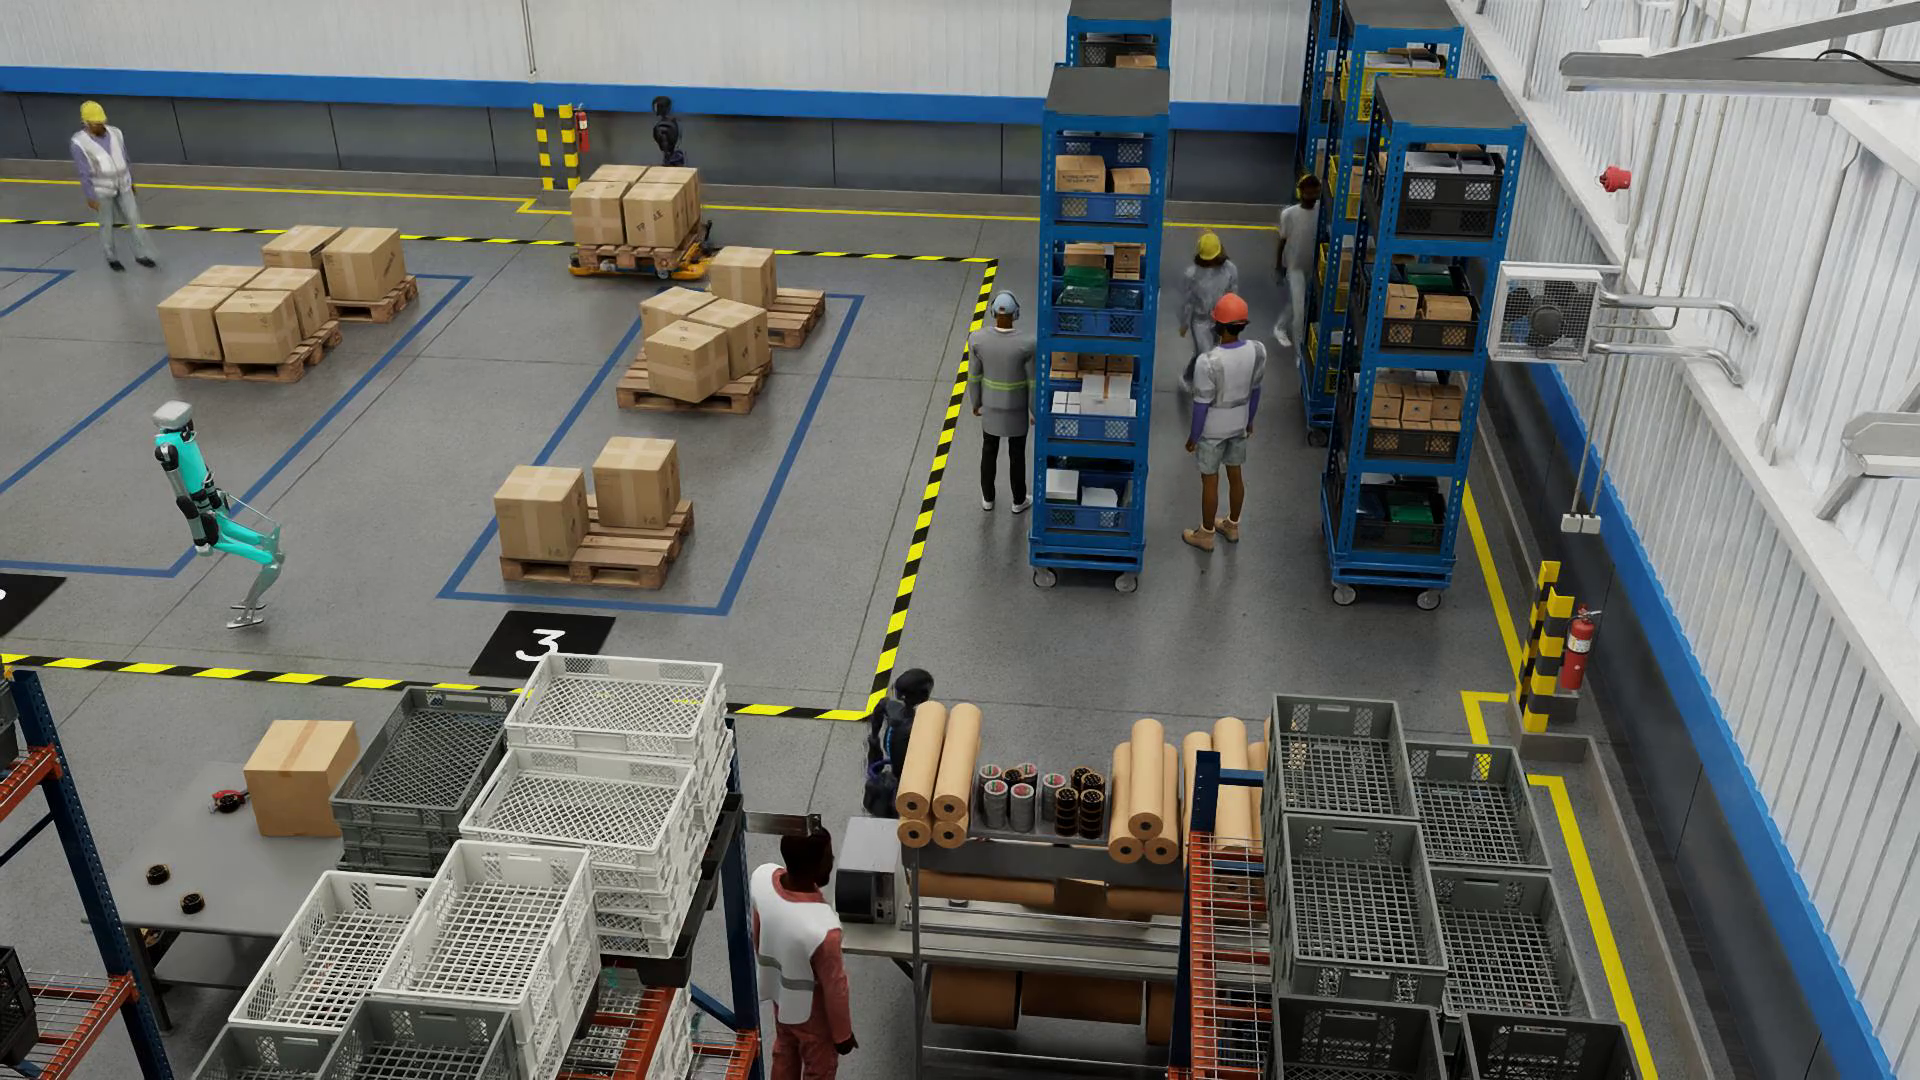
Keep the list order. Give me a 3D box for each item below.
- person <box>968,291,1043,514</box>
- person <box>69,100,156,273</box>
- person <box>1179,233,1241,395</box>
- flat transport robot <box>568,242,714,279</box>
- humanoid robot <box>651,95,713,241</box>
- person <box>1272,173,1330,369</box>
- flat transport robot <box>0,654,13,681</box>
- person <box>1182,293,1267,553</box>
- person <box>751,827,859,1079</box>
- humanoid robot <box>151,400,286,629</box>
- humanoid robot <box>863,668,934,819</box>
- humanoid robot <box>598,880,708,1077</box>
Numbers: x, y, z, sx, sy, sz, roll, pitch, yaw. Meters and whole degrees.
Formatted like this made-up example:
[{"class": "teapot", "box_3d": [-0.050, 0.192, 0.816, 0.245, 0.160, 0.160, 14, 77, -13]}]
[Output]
[{"class": "person", "box_3d": [0.356, -1.069, 12.935, 0.589, 1.853, 0.375, 8, 31, 13]}, {"class": "person", "box_3d": [-8.960, -3.734, 17.536, 0.404, 1.829, 0.599, 20, 36, 30]}, {"class": "person", "box_3d": [2.165, -1.932, 14.577, 0.517, 1.674, 0.894, -10, 32, -16]}, {"class": "flat transport robot", "box_3d": [-3.421, -3.035, 17.859, 1.431, 0.197, 0.652, 3, 30, 6]}, {"class": "humanoid robot", "box_3d": [-3.110, -4.092, 18.321, 0.695, 1.627, 0.598, -2, 30, -4]}, {"class": "person", "box_3d": [3.198, -2.547, 15.501, 0.537, 1.827, 0.948, -10, 32, -16]}, {"class": "flat transport robot", "box_3d": [-7.142, 0.969, 11.010, 1.431, 0.231, 0.659, 3, 30, 6]}, {"class": "person", "box_3d": [1.946, -0.866, 12.400, 0.604, 2.043, 0.371, -16, 34, -26]}, {"class": "person", "box_3d": [-0.706, 2.065, 7.490, 0.372, 1.915, 0.593, -23, 38, -34]}, {"class": "humanoid robot", "box_3d": [-4.974, -0.177, 11.385, 0.735, 1.677, 0.533, -5, 31, -8]}, {"class": "humanoid robot", "box_3d": [-0.333, 1.385, 8.900, 0.598, 1.636, 0.374, 25, 39, 36]}, {"class": "humanoid robot", "box_3d": [-1.395, 2.173, 7.548, 0.662, 1.864, 0.548, -5, 31, -8]}]
